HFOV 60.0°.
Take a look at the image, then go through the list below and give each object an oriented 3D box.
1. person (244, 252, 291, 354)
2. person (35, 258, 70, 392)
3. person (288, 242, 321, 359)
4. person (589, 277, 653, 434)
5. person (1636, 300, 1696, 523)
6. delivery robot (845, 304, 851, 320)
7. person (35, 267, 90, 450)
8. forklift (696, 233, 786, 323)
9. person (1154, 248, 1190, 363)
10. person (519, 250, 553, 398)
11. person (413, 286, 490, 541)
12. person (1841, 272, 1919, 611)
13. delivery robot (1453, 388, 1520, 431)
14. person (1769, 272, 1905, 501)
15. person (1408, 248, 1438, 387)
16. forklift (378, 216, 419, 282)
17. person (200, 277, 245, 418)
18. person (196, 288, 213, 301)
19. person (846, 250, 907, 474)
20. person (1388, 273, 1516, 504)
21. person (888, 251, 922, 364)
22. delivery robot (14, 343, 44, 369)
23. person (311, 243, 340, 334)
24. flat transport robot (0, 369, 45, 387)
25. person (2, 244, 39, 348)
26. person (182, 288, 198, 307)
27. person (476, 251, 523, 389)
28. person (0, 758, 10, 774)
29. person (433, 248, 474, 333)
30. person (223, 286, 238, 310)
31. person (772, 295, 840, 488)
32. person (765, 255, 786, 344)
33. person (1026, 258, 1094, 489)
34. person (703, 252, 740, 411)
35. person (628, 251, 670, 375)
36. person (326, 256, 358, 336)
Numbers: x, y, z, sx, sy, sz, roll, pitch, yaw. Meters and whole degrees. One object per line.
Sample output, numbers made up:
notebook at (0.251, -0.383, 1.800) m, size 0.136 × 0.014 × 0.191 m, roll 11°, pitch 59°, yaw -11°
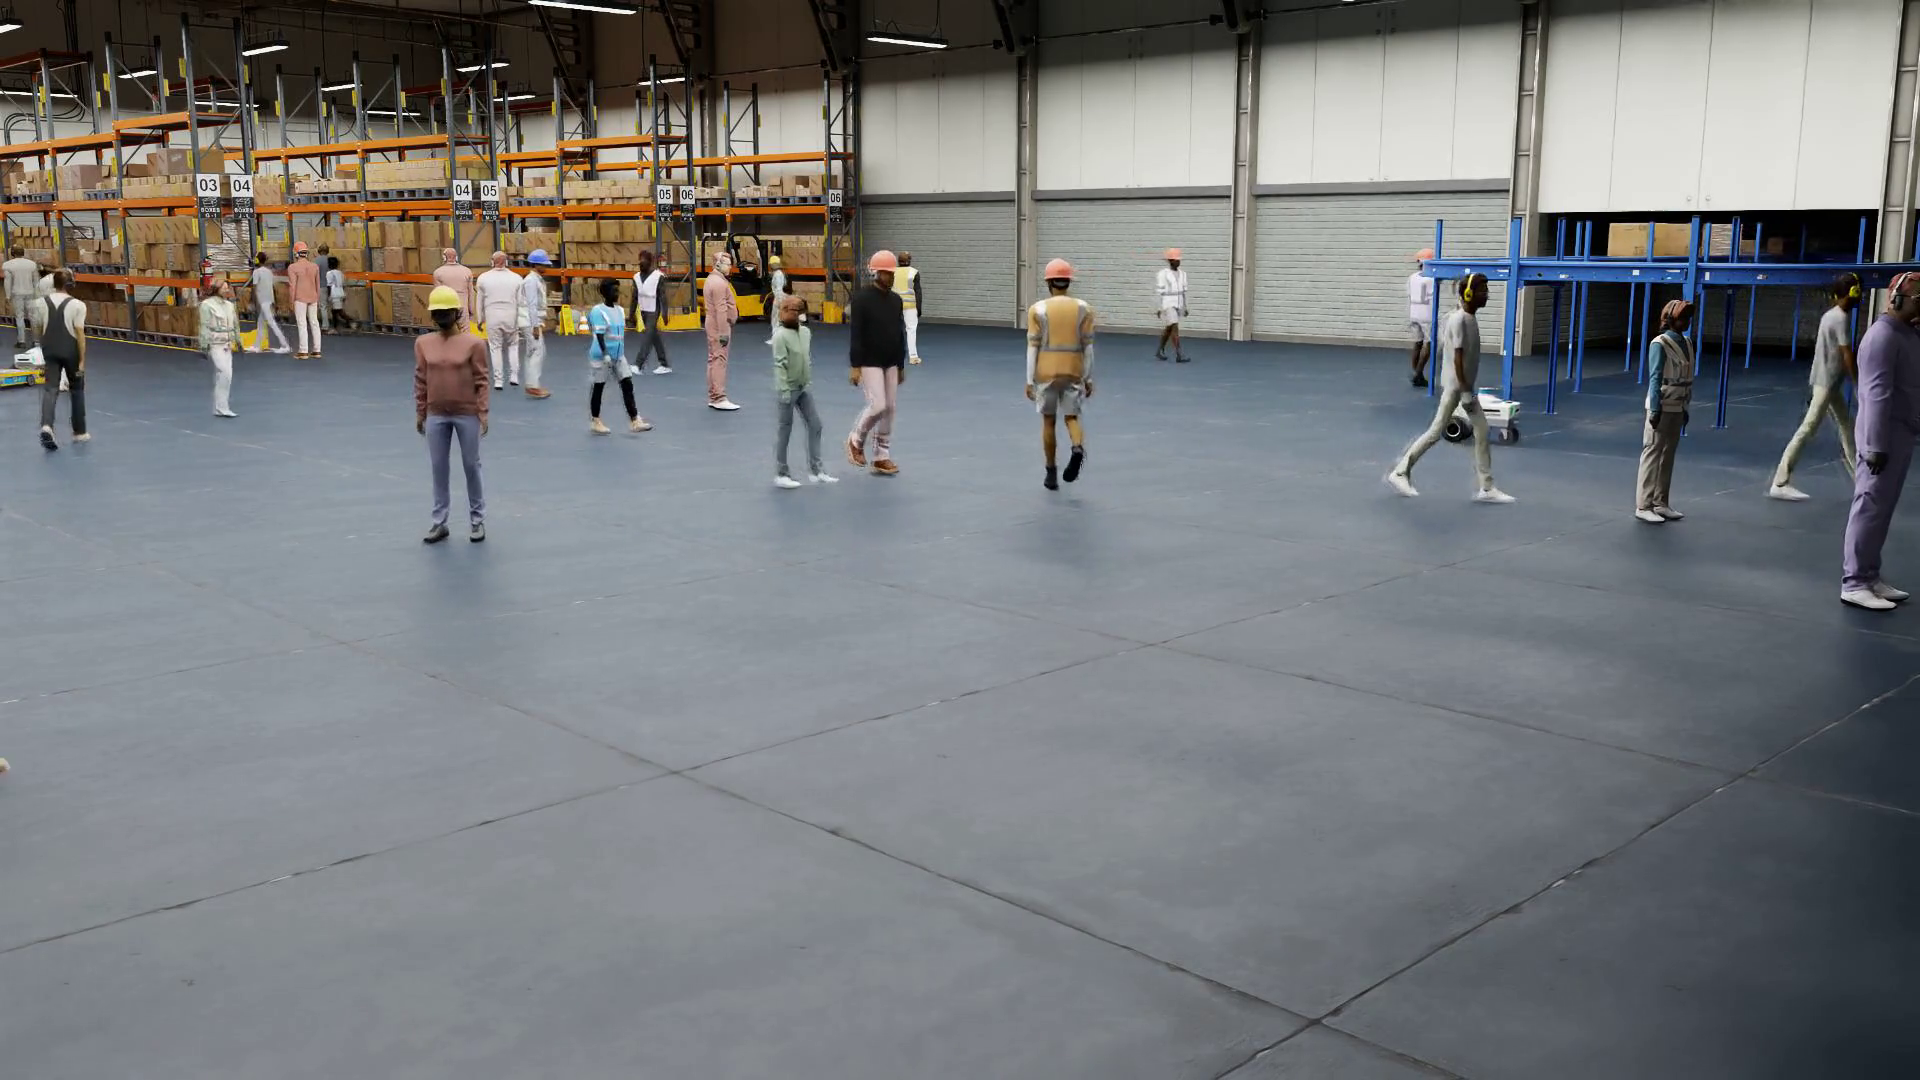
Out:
person at (-12.492, -4.259, 29.874) m, size 0.968 × 1.823 × 0.517 m, roll 1°, pitch 10°, yaw 6°
person at (-12.389, -2.931, 22.700) m, size 0.432 × 1.796 × 0.817 m, roll -2°, pitch 11°, yaw -13°
person at (-11.312, -4.135, 28.701) m, size 0.381 × 1.994 × 0.620 m, roll 7°, pitch 12°, yaw 32°
person at (-3.628, -1.933, 17.592) m, size 0.815 × 1.660 × 0.540 m, roll 7°, pitch 12°, yaw 32°
person at (5.250, -0.956, 12.337) m, size 0.521 × 1.638 × 0.311 m, roll -9°, pitch 14°, yaw -41°
delivery robot at (-2.557, -5.479, 39.820) m, size 0.477 × 0.478 × 0.707 m, roll -2°, pitch 10°, yaw -10°
person at (-9.013, -1.833, 16.680) m, size 0.513 × 1.803 × 0.932 m, roll -2°, pitch 11°, yaw -9°
forklift at (-5.496, -6.489, 41.108) m, size 2.313 × 2.155 × 1.214 m, roll -10°, pitch 14°, yaw -44°
person at (3.582, -3.971, 28.097) m, size 0.556 × 1.895 × 0.972 m, roll -7°, pitch 12°, yaw -32°
person at (-5.517, -2.817, 21.730) m, size 0.500 × 1.924 × 0.616 m, roll 0°, pitch 10°, yaw -1°
person at (-3.523, -0.870, 11.525) m, size 0.531 × 1.767 × 0.323 m, roll 0°, pitch 10°, yaw 1°
person at (5.328, -0.567, 9.495) m, size 0.401 × 1.904 × 0.648 m, roll 9°, pitch 14°, yaw 40°
delivery robot at (5.406, -1.330, 17.196) m, size 0.707 × 0.478 × 0.477 m, roll 6°, pitch 12°, yaw 30°
person at (7.008, -1.198, 13.188) m, size 1.004 × 1.803 × 0.558 m, roll 5°, pitch 12°, yaw 27°
person at (6.487, -3.112, 23.292) m, size 0.413 × 1.933 × 0.569 m, roll -4°, pitch 11°, yaw -22°
forklift at (-17.868, -9.201, 54.028) m, size 1.873 × 2.768 × 1.129 m, roll -10°, pitch 14°, yaw -44°
person at (-8.513, -2.224, 19.276) m, size 0.488 × 1.618 × 0.555 m, roll 2°, pitch 11°, yaw 13°
person at (-17.049, -5.761, 37.793) m, size 0.612 × 1.910 × 0.516 m, roll -7°, pitch 13°, yaw -35°
person at (-0.716, -1.570, 14.748) m, size 0.467 × 1.975 × 0.640 m, roll 9°, pitch 14°, yaw 41°
person at (3.959, -1.215, 13.377) m, size 1.017 × 1.825 × 0.532 m, roll 8°, pitch 13°, yaw 38°
person at (-0.910, -3.847, 27.553) m, size 0.627 × 1.844 × 0.429 m, roll 4°, pitch 11°, yaw 20°
delivery robot at (-13.432, -2.627, 24.269) m, size 0.477 × 0.478 × 0.707 m, roll 1°, pitch 10°, yaw 7°
person at (-13.627, -5.402, 35.766) m, size 0.352 × 1.937 × 0.635 m, roll 9°, pitch 14°, yaw 40°
flat transport robot at (-13.488, -2.248, 23.232) m, size 0.652 × 0.197 × 1.431 m, roll 1°, pitch 10°, yaw 7°
person at (-17.788, -4.629, 31.547) m, size 0.370 × 1.940 × 0.631 m, roll 8°, pitch 13°, yaw 38°
person at (-19.561, -6.545, 42.181) m, size 0.593 × 1.869 × 0.594 m, roll -10°, pitch 14°, yaw -44°
person at (-6.387, -3.056, 23.136) m, size 0.661 × 1.882 × 0.763 m, roll -3°, pitch 11°, yaw -18°
person at (-4.280, 0.099, 6.280) m, size 1.025 × 1.769 × 0.629 m, roll -1°, pitch 10°, yaw -7°
person at (-8.078, -3.693, 26.539) m, size 0.638 × 1.905 × 0.407 m, roll -7°, pitch 12°, yaw -32°
person at (-15.305, -5.050, 34.668) m, size 0.311 × 1.636 × 0.523 m, roll 9°, pitch 14°, yaw 42°
person at (-1.298, -1.229, 13.885) m, size 0.625 × 1.612 × 0.517 m, roll 7°, pitch 12°, yaw 32°
person at (-3.472, -4.710, 32.600) m, size 0.653 × 1.722 × 0.485 m, roll 0°, pitch 10°, yaw 2°
person at (0.841, -1.373, 13.836) m, size 0.562 × 1.920 × 0.663 m, roll -1°, pitch 10°, yaw -7°
person at (-2.913, -2.551, 20.323) m, size 0.399 × 1.902 × 0.643 m, roll -3°, pitch 11°, yaw -17°
person at (-4.803, -3.447, 25.283) m, size 0.610 × 1.864 × 0.995 m, roll 8°, pitch 13°, yaw 37°
person at (-13.138, -5.171, 35.262) m, size 0.745 × 1.671 × 0.539 m, roll 1°, pitch 10°, yaw 7°
